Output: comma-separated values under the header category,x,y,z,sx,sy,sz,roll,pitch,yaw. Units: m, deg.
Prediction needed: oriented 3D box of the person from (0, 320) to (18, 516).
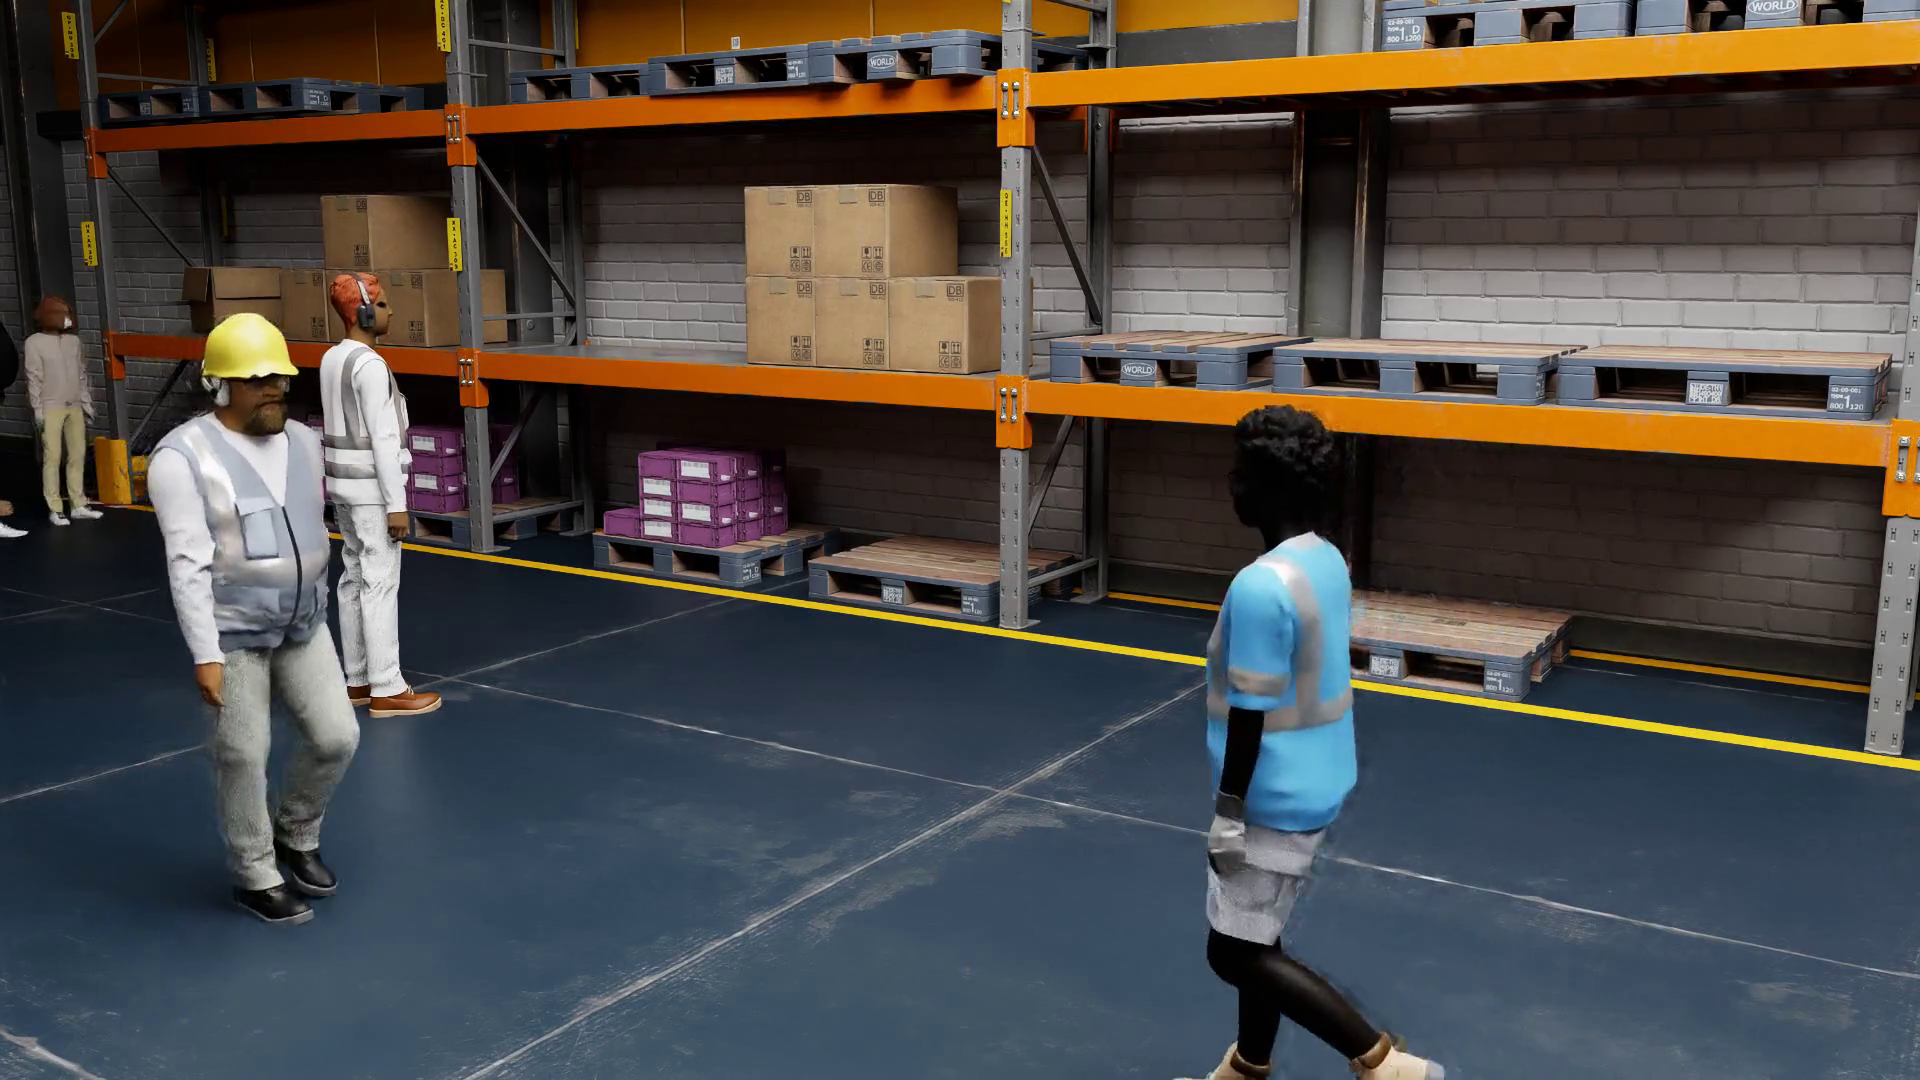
category,x,y,z,sx,sy,sz,roll,pitch,yaw
person,-7.262,-1.199,12.275,0.565,2.000,0.690,-2,10,-10

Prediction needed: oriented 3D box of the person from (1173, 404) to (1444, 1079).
category,x,y,z,sx,sy,sz,roll,pitch,yaw
person,0.752,0.548,3.594,0.588,1.683,0.542,5,11,25

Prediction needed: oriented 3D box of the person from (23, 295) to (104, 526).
category,x,y,z,sx,sy,sz,roll,pitch,yaw
person,-6.432,-0.923,11.895,0.288,1.631,0.532,3,11,17

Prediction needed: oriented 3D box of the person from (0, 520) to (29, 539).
category,x,y,z,sx,sy,sz,roll,pitch,yaw
person,-6.894,-0.898,11.136,0.993,1.855,0.716,0,10,2

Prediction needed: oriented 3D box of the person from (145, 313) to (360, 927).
category,x,y,z,sx,sy,sz,roll,pitch,yaw
person,-2.049,0.249,4.876,0.427,1.812,0.597,6,12,31

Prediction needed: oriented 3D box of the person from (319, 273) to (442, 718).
category,x,y,z,sx,sy,sz,roll,pitch,yaw
person,-2.505,-0.186,7.095,0.356,1.885,0.574,-9,13,-40
